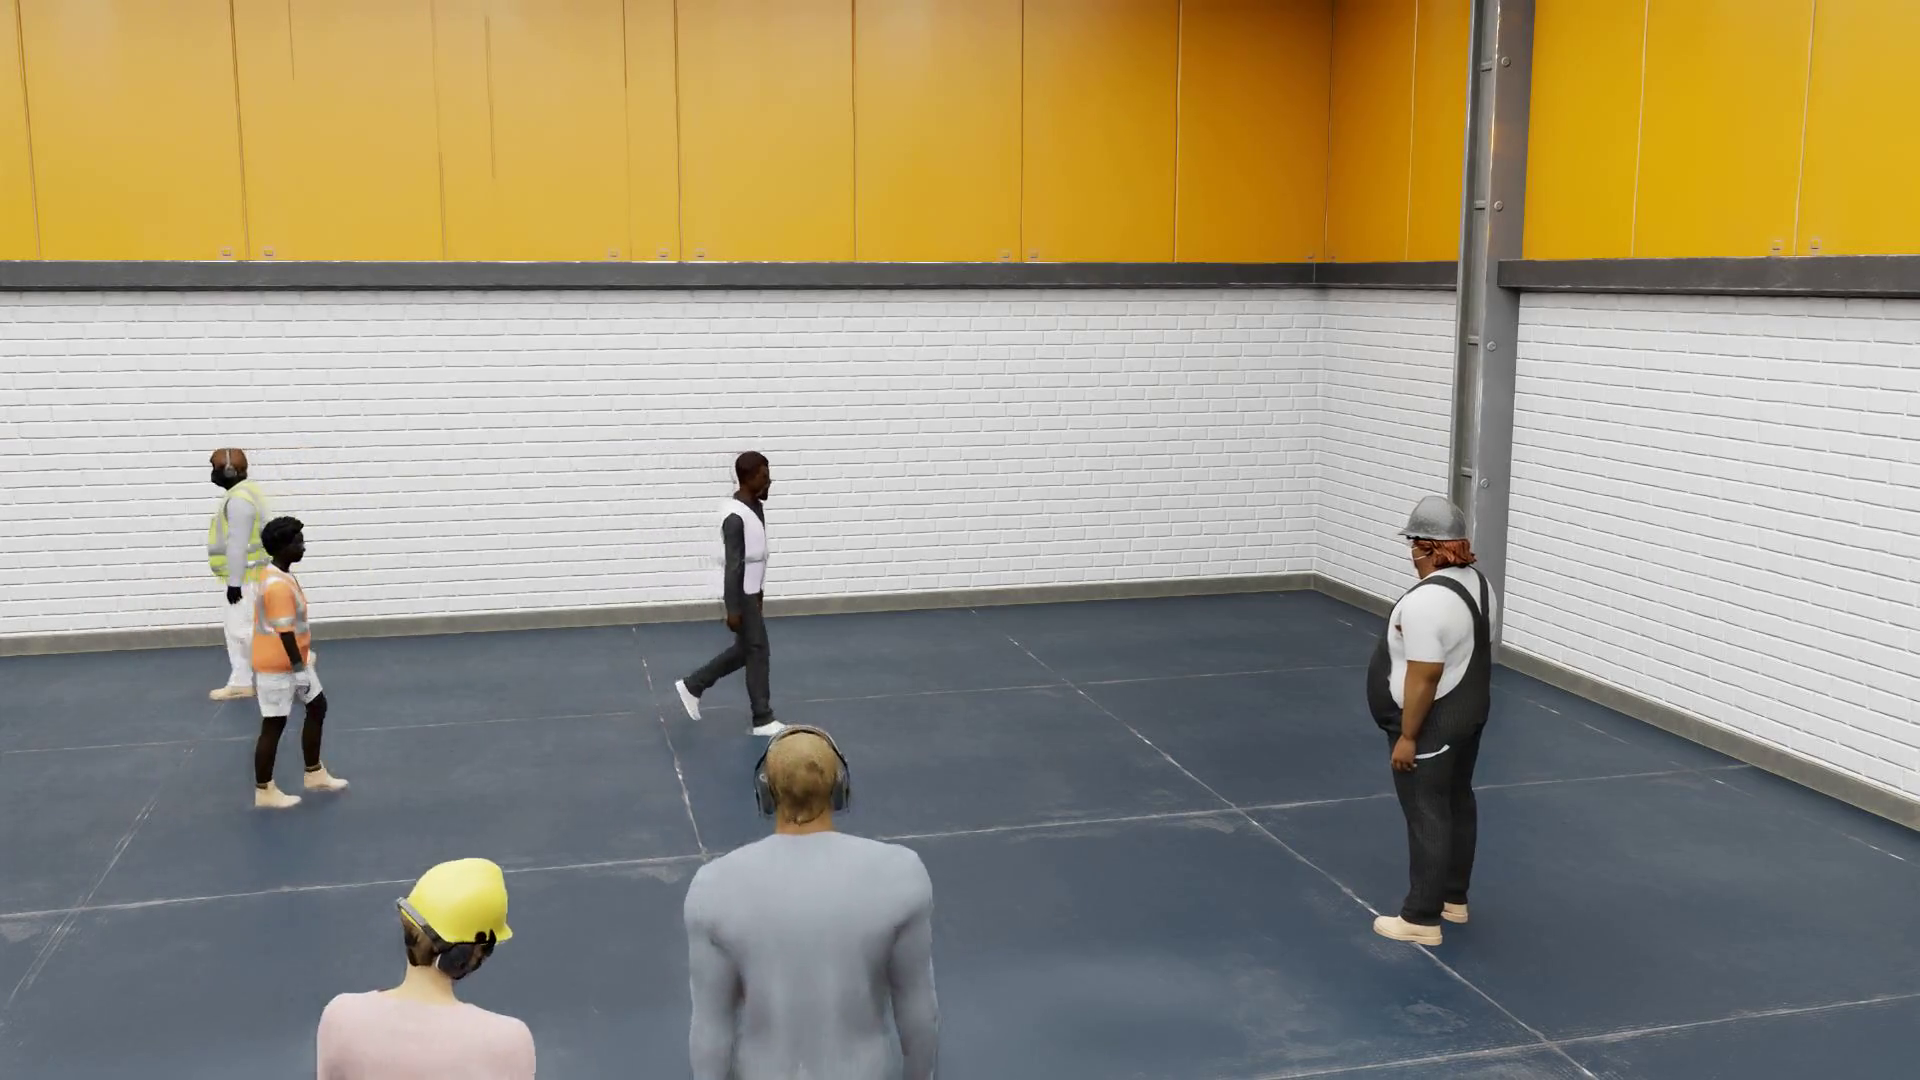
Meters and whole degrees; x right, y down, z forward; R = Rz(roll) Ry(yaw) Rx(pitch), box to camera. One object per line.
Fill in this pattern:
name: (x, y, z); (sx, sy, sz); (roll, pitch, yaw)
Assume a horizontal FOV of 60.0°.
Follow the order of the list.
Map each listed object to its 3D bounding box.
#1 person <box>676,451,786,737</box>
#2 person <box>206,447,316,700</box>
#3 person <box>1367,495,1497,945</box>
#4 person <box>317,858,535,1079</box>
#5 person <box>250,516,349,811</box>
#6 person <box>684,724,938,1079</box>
person: (-1.478, 0.352, 10.890); (0.779, 1.896, 0.600); (1, 9, 6)
person: (-5.006, 0.241, 11.803); (0.639, 1.822, 0.632); (-4, 10, -22)
person: (2.121, 0.805, 7.594); (0.536, 2.000, 0.683); (8, 12, 40)
person: (-1.202, 1.573, 3.796); (0.545, 1.732, 0.380); (2, 9, 13)
person: (-3.734, 0.693, 9.405); (0.634, 1.671, 0.563); (-3, 10, -20)
person: (-0.379, 1.416, 4.214); (0.633, 1.911, 0.881); (0, 9, 2)
